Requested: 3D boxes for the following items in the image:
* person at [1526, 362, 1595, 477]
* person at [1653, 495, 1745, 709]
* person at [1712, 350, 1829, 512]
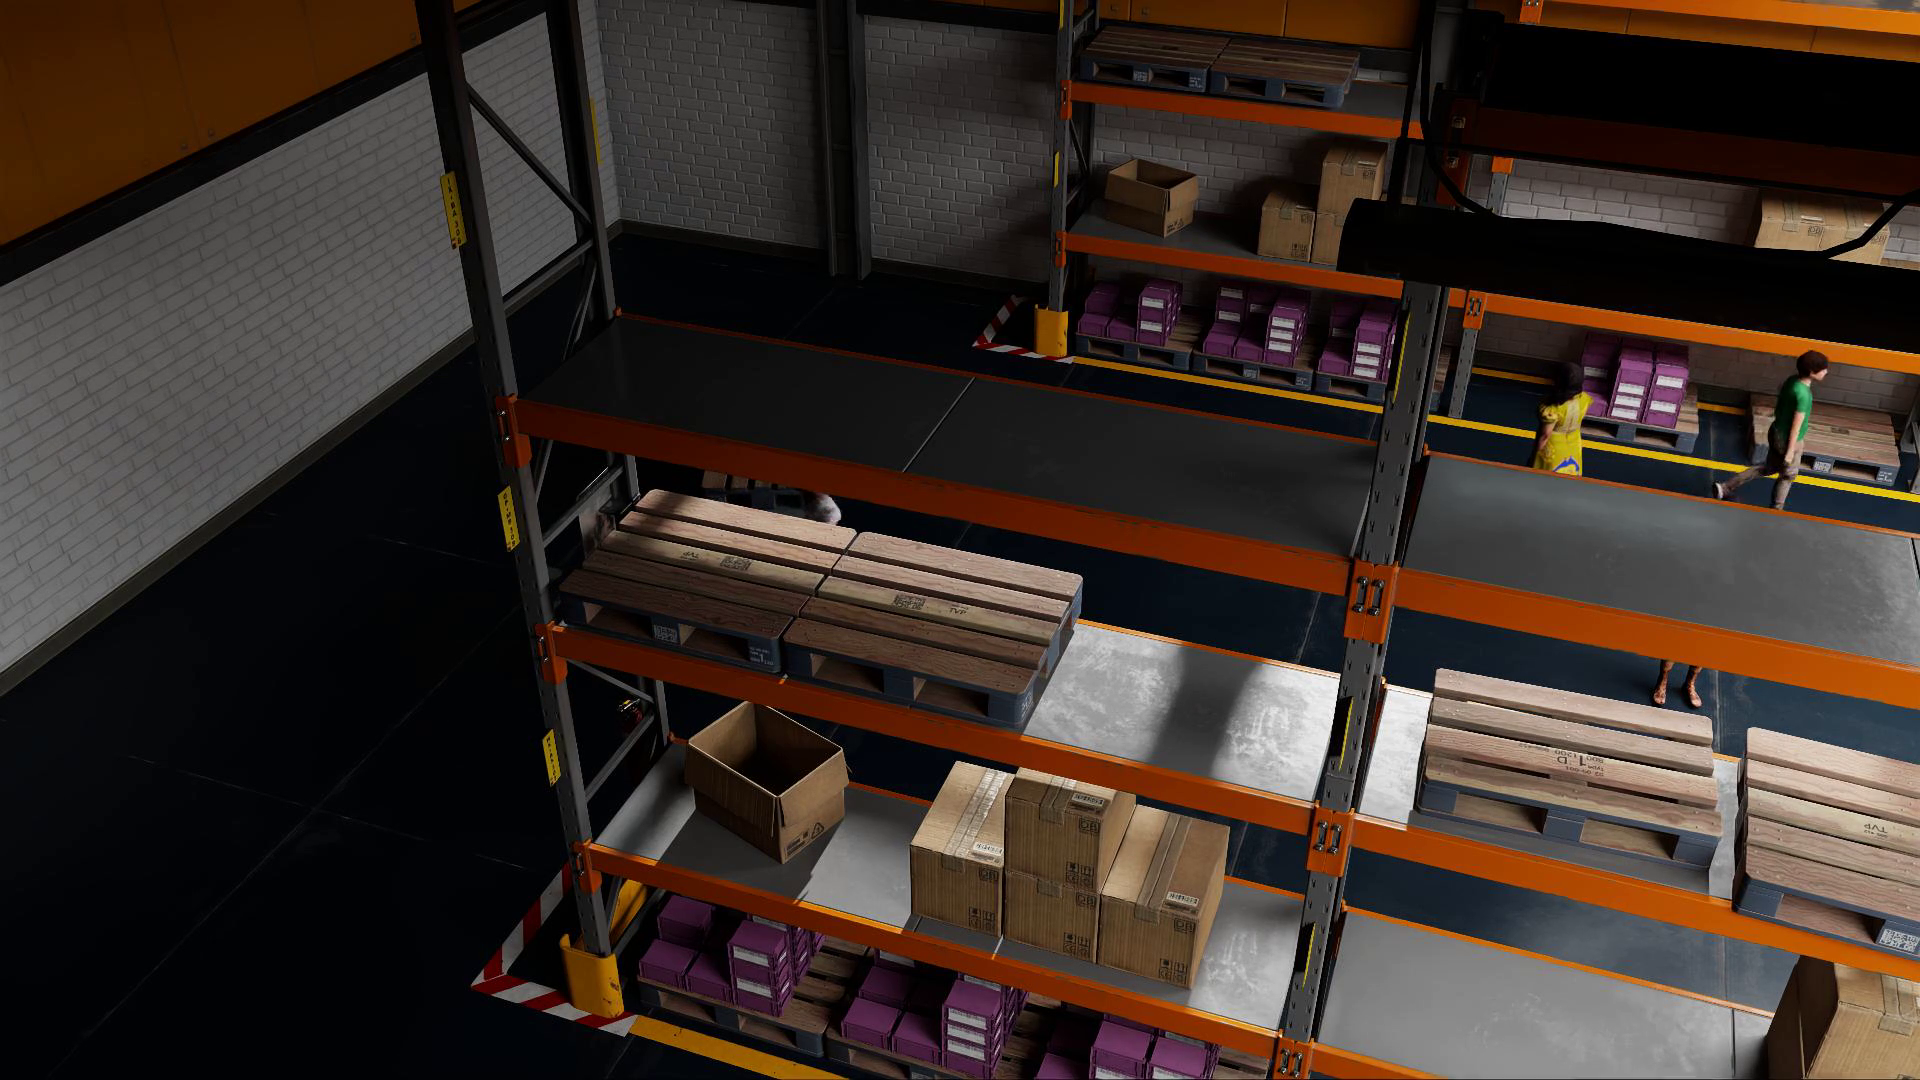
[{"bbox_3d":[4.878,-0.712,13.649,1.004,1.660,1.056,-16,37,-22],"label":"person"},{"bbox_3d":[5.312,0.430,11.878,0.536,1.719,0.689,4,34,6],"label":"person"},{"bbox_3d":[6.802,-0.846,13.877,1.002,1.631,0.687,6,34,10],"label":"person"}]
